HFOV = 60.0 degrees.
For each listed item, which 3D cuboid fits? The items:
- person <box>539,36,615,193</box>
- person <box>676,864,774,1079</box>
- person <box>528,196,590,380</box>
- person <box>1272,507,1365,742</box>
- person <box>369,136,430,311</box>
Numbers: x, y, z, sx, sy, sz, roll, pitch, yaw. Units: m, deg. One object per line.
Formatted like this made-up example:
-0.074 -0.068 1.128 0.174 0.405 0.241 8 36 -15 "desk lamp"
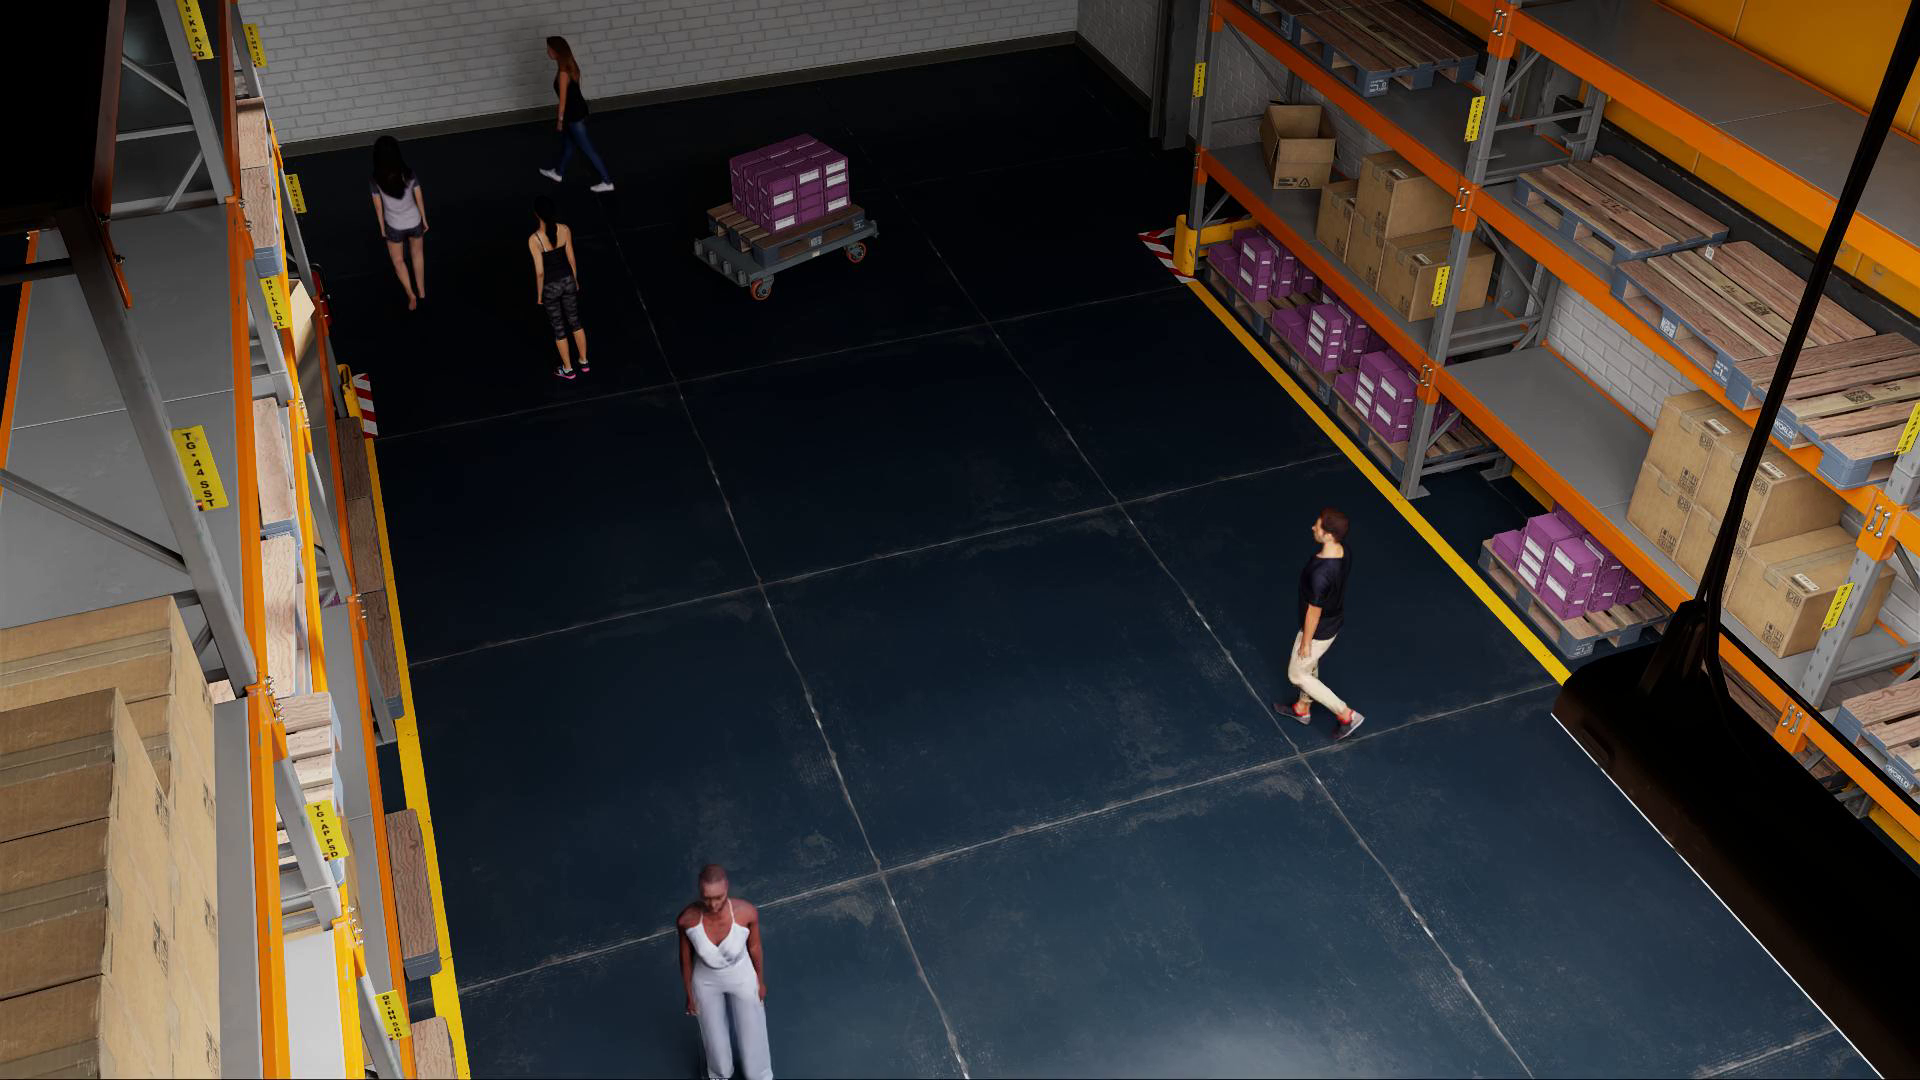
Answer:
-3.932 -4.395 17.326 0.881 1.669 1.062 0 39 0 "person"
-1.250 2.326 8.819 0.628 1.783 0.591 -3 39 -4 "person"
-3.517 -2.208 14.540 0.651 1.729 0.655 -30 48 -32 "person"
2.448 0.594 10.944 1.008 1.837 0.933 19 42 22 "person"
-5.169 -2.910 15.451 0.624 1.688 0.894 -15 41 -18 "person"
